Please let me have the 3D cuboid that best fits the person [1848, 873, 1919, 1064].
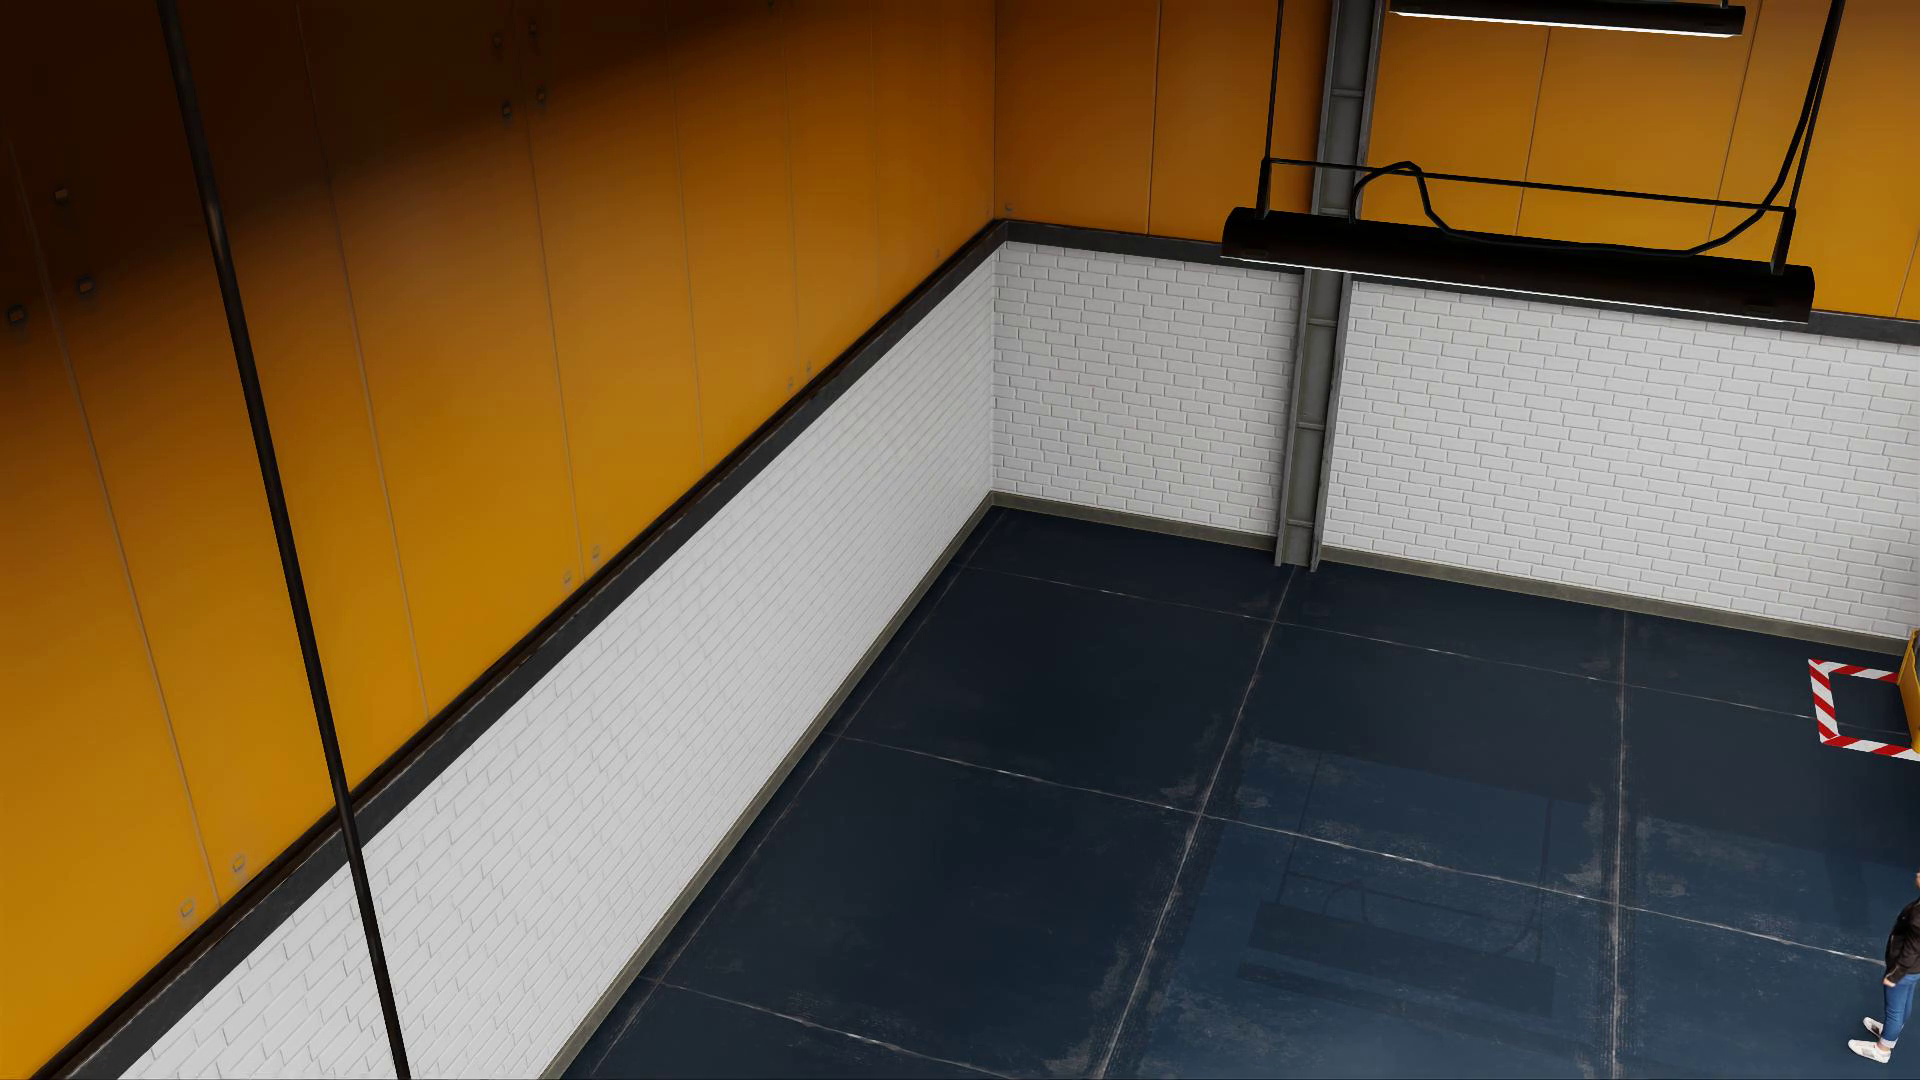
[{"bbox_3d":[5.836,2.583,10.220,0.632,1.483,0.633,25,37,38],"label":"person"}]
